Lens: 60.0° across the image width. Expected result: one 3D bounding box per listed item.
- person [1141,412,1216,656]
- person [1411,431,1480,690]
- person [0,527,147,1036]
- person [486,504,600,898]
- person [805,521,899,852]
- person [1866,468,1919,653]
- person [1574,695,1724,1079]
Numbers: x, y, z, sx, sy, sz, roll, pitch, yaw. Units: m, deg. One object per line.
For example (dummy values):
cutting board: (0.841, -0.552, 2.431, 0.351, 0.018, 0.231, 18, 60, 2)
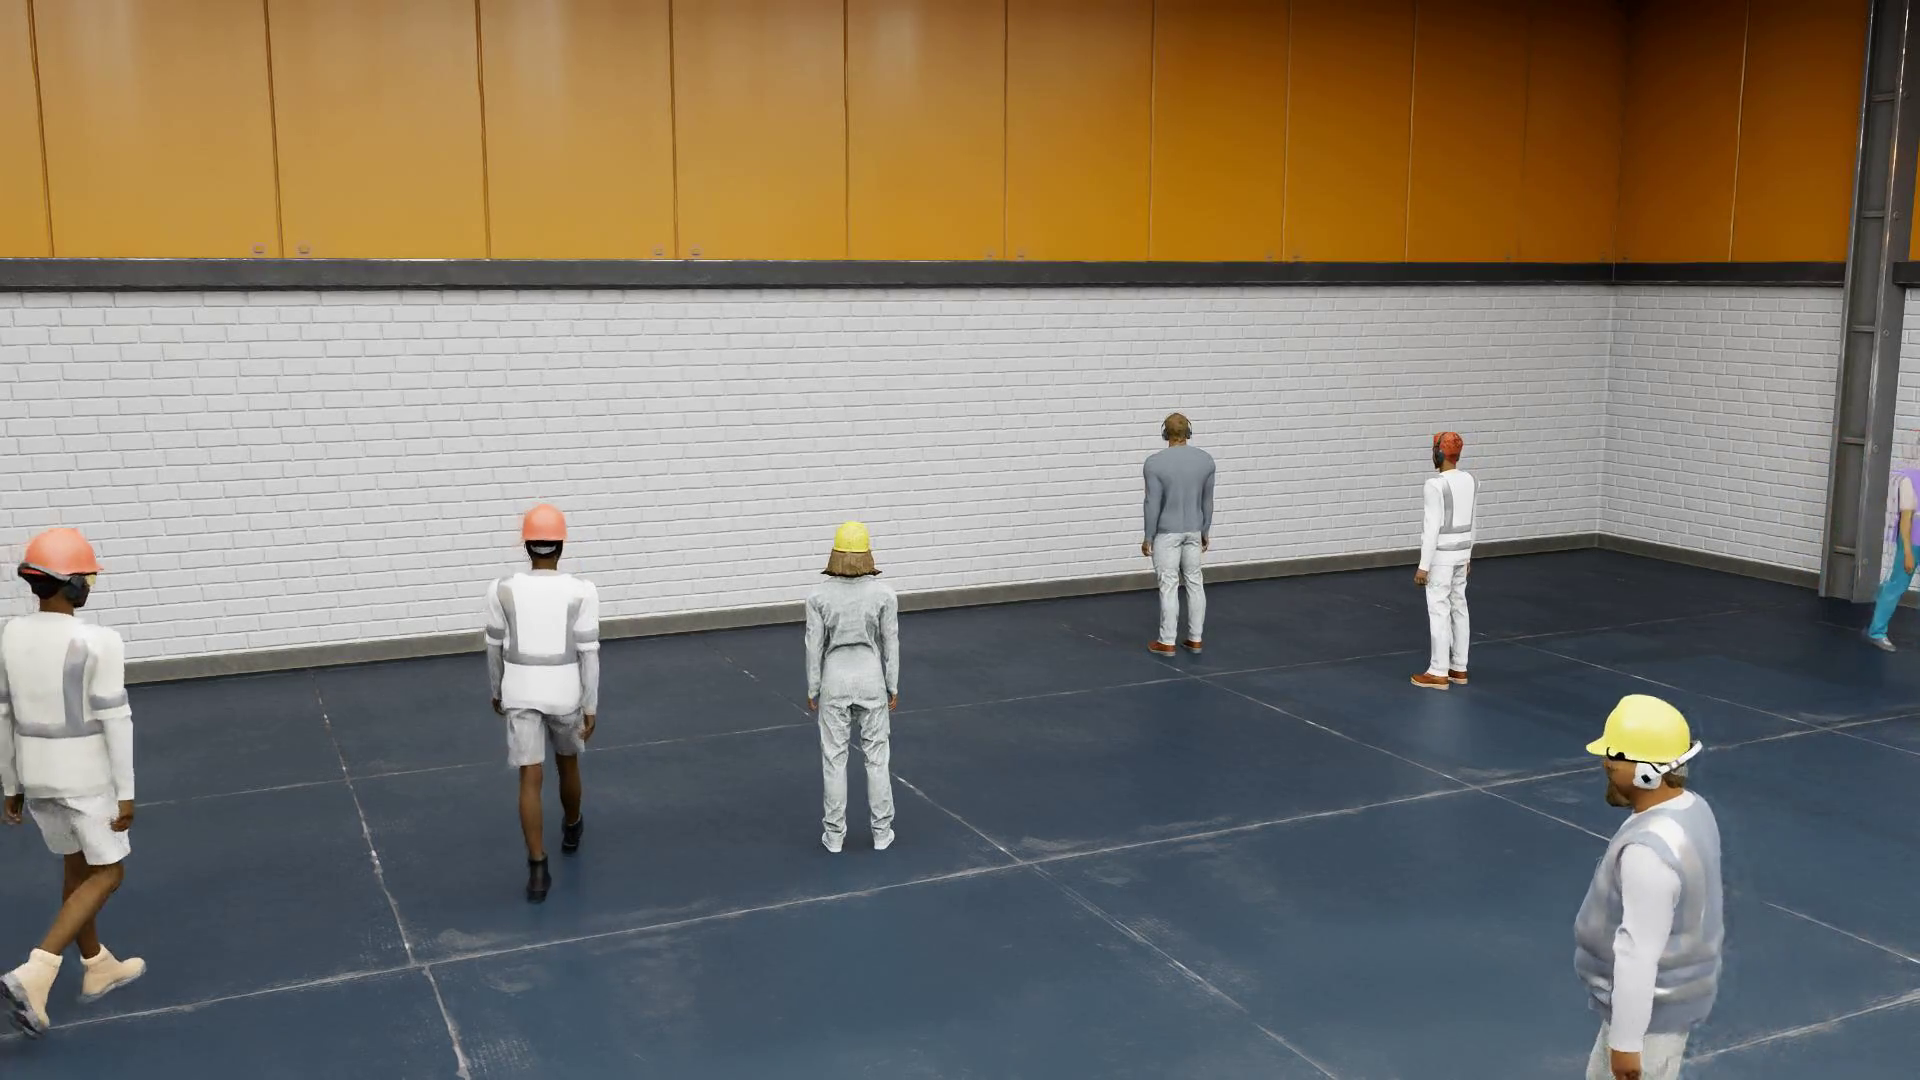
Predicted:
person: (1.715, -0.044, 13.169, 0.629, 1.937, 0.376, -4, 10, -23)
person: (3.545, 0.148, 12.143, 0.583, 1.879, 0.337, -7, 12, -38)
person: (-3.625, 0.964, 6.675, 0.614, 2.023, 0.791, 2, 9, 12)
person: (-2.076, 0.758, 8.342, 0.555, 1.882, 0.979, -2, 9, -11)
person: (-0.565, 0.766, 8.735, 0.493, 1.742, 0.322, -1, 9, -6)
person: (7.539, 0.058, 12.979, 0.585, 1.786, 0.996, -3, 10, -19)
person: (2.116, 1.355, 4.918, 0.761, 1.806, 0.600, 6, 11, 32)
